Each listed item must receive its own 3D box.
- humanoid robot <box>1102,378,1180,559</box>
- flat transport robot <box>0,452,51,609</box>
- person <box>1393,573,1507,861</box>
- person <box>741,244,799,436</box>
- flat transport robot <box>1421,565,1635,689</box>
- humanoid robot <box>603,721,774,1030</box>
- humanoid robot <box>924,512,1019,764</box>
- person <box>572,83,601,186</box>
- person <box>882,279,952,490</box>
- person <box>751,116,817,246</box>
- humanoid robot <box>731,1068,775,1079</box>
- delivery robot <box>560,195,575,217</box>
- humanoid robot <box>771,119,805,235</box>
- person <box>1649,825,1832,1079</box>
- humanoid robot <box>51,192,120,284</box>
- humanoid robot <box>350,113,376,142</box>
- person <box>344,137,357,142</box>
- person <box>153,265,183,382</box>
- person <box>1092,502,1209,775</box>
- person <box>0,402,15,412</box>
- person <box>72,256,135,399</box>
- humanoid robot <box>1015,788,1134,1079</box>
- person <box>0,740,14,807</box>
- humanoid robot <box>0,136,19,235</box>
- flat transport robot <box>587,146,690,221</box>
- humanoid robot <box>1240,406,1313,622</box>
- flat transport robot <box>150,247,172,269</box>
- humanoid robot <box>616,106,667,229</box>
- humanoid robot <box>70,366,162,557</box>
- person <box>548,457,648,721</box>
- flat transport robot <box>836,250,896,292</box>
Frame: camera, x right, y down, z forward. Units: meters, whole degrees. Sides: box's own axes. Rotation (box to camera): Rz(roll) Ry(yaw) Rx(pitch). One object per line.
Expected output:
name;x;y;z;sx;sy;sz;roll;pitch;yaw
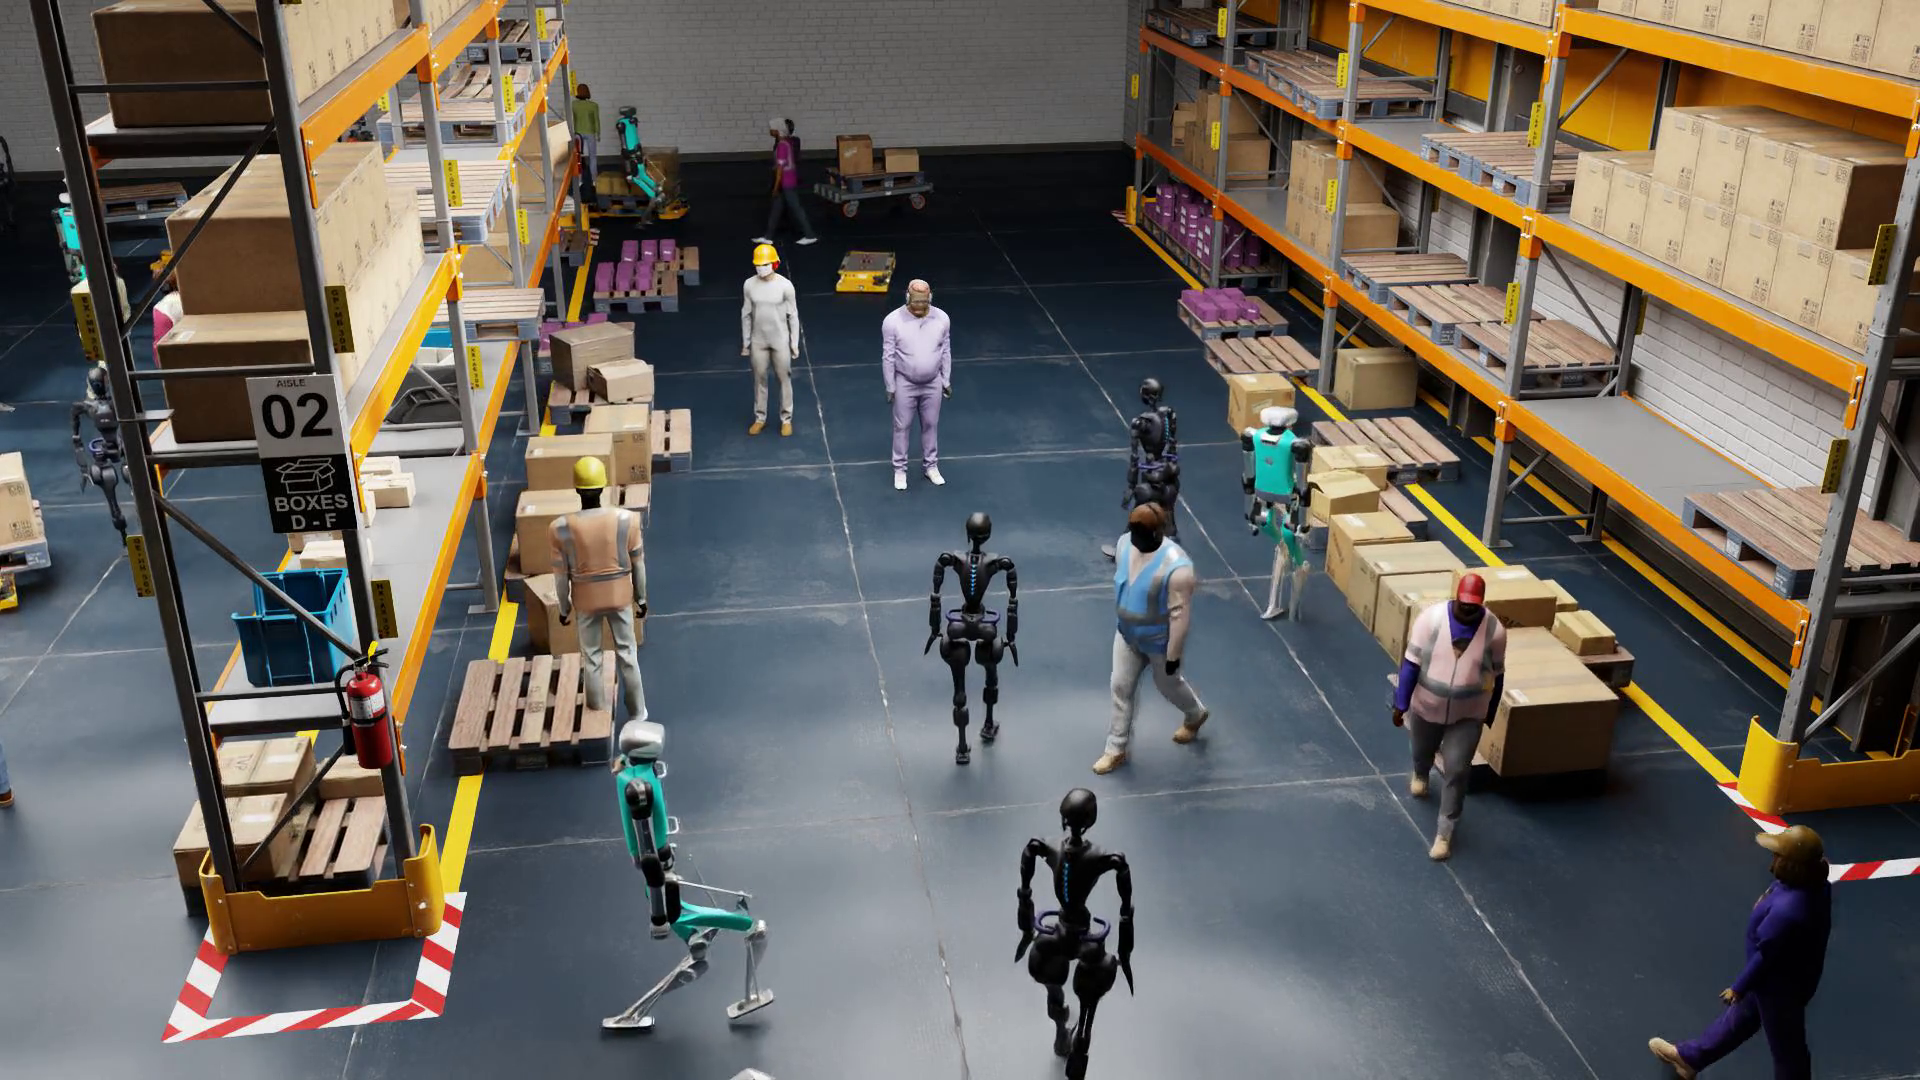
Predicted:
humanoid robot;1.512;-0.499;13.116;0.594;1.616;0.793;-21;31;-40
flat transport robot;-7.838;0.255;13.098;0.659;0.231;1.431;-13;27;-27
person;2.860;0.936;9.735;0.586;1.726;0.790;9;25;19
person;-1.830;-1.925;16.044;0.563;1.895;0.378;4;24;8
flat transport robot;3.825;0.882;11.669;0.659;0.231;1.431;-3;24;-7
humanoid robot;-1.270;1.666;8.120;1.043;1.775;0.549;-6;24;-12
humanoid robot;0.074;0.596;10.585;0.611;1.642;0.510;2;24;4
person;-6.073;-6.557;26.938;0.508;1.620;0.322;0;24;-1
person;-0.369;-1.386;14.809;0.638;1.902;0.410;-8;25;-17
person;-2.441;-4.960;23.093;0.904;1.798;0.512;-3;24;-6
humanoid robot;-0.785;2.695;5.693;0.535;1.766;0.697;12;26;25
delivery robot;-5.918;-4.856;24.365;0.759;0.579;0.499;-6;24;-14
humanoid robot;-2.481;-5.196;23.817;0.669;1.655;0.612;18;29;35
person;3.596;1.955;7.553;0.824;1.585;0.467;17;29;34
humanoid robot;-9.797;-3.134;18.902;0.535;1.727;0.690;3;24;7
humanoid robot;-8.639;-5.414;24.261;0.584;1.643;0.367;12;26;26
person;-8.023;-4.561;22.267;0.570;1.714;0.810;-4;24;-9
person;-7.327;-1.704;15.637;0.777;1.809;0.658;8;25;17
person;1.253;0.568;10.480;0.896;1.806;0.632;-19;30;-37
person;-9.867;-2.149;16.484;0.425;1.949;0.497;5;24;12
person;-8.495;-2.057;16.546;0.490;1.729;0.566;11;26;23
humanoid robot;0.535;1.865;7.712;0.590;1.626;0.747;8;25;17
person;-6.055;0.758;9.819;0.389;1.985;0.610;19;30;36
humanoid robot;-13.863;-5.216;23.816;0.584;1.645;0.354;-12;26;-25
flat transport robot;-4.859;-5.011;25.094;1.431;0.231;0.659;2;24;5
humanoid robot;2.398;-0.170;12.295;0.542;1.835;0.705;16;28;32
flat transport robot;-10.266;-3.908;22.581;0.659;0.231;1.431;4;24;10
humanoid robot;-4.534;-5.363;24.002;0.691;1.747;0.541;5;24;12
humanoid robot;-6.770;-0.632;13.379;0.600;1.644;0.407;-10;26;-22
person;-2.320;0.377;10.757;0.584;1.928;0.368;-7;25;-15
flat transport robot;-1.213;-3.499;21.649;0.659;0.231;1.431;1;24;2
